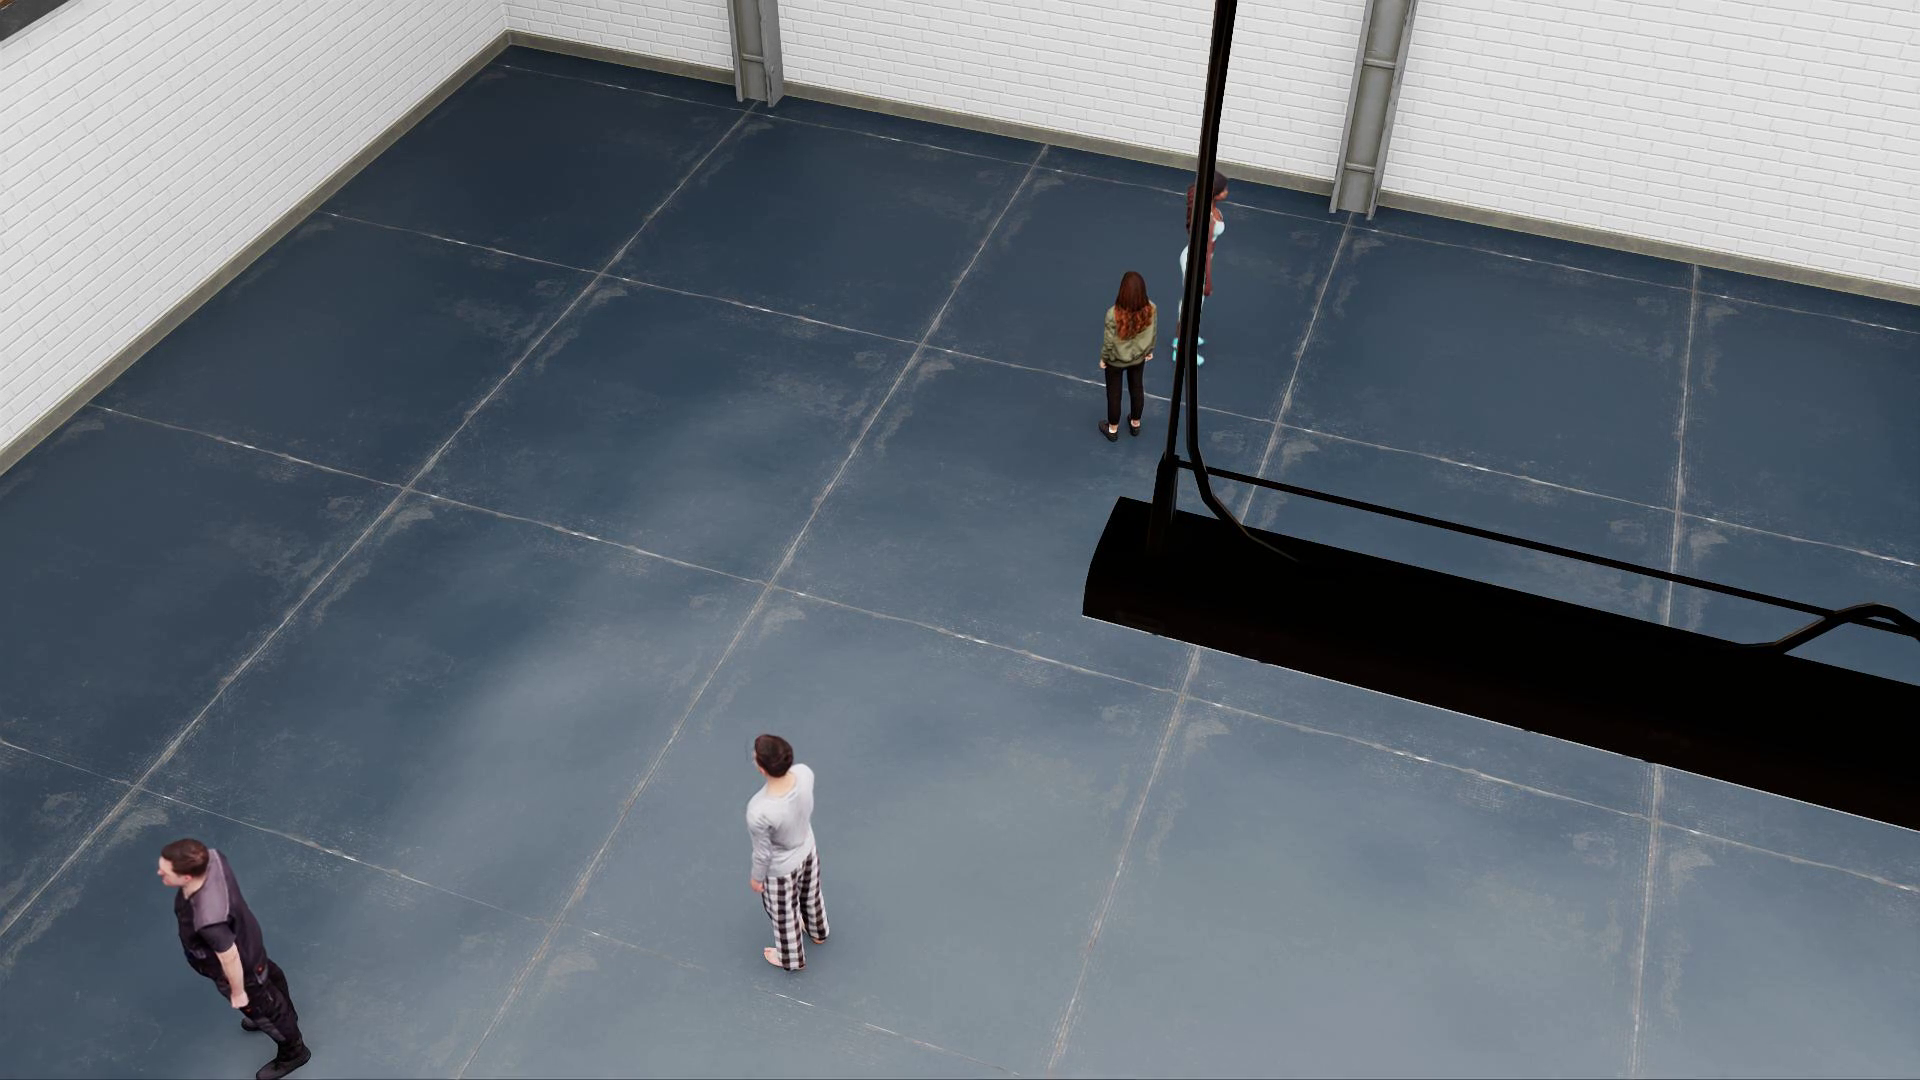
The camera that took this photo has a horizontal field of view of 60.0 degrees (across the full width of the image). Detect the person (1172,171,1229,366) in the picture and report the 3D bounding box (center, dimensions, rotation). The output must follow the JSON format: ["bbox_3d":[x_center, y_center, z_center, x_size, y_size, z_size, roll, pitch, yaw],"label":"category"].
[{"bbox_3d":[1.868,-2.156,13.116,0.650,1.723,0.644,-2,44,-2],"label":"person"}]

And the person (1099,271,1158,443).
[{"bbox_3d":[1.250,-1.383,12.485,0.630,1.475,0.717,-13,45,-13],"label":"person"}]

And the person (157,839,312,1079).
[{"bbox_3d":[-3.720,2.118,8.542,0.849,1.845,0.789,-18,46,-18],"label":"person"}]

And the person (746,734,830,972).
[{"bbox_3d":[-0.931,1.695,8.984,0.614,1.848,0.672,25,49,24],"label":"person"}]
